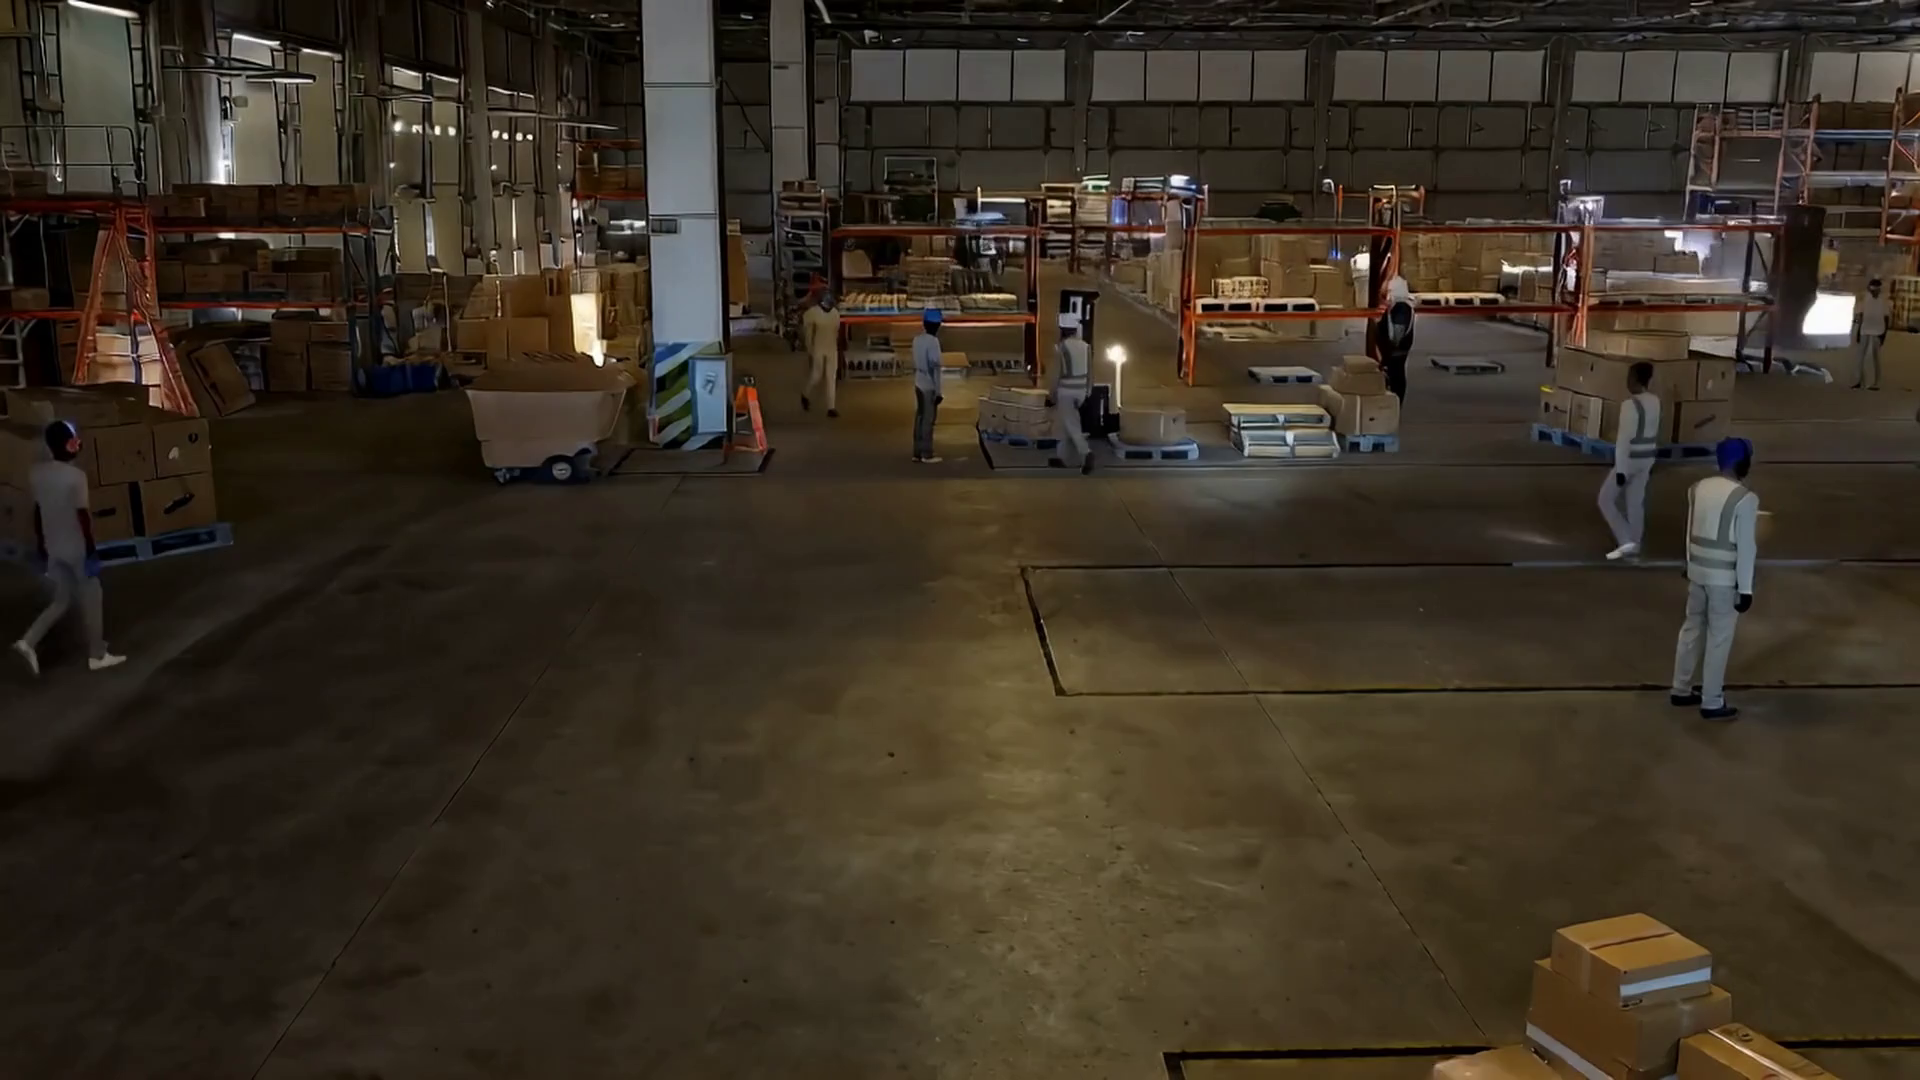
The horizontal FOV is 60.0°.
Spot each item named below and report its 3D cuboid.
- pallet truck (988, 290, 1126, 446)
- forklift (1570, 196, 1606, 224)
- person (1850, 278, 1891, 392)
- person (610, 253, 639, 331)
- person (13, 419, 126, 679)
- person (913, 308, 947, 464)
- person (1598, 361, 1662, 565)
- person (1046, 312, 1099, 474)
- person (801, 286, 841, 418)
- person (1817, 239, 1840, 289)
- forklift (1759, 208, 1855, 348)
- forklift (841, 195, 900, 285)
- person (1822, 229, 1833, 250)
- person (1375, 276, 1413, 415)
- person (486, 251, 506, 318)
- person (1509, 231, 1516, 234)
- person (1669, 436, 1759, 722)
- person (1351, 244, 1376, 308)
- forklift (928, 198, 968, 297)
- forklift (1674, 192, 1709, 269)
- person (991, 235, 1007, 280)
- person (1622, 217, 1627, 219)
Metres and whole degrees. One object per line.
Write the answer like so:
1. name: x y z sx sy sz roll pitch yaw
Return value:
1. pallet truck: 1.257 -2.299 22.111 1.885 1.965 0.823 -9 15 -35
2. forklift: 19.019 -9.054 50.598 1.129 2.768 1.873 0 12 -2
3. person: 14.929 -3.358 27.219 0.322 1.860 0.512 -7 14 -27
4. person: -7.021 -5.085 34.937 0.606 1.897 0.872 0 12 1
5. person: -6.351 0.082 11.739 0.520 1.840 0.732 5 13 20
6. person: -0.365 -1.895 20.471 0.396 1.920 0.586 -6 14 -27
7. person: 6.105 -0.694 15.153 0.614 1.867 0.424 -9 16 -36
8. person: 1.354 -1.746 19.806 0.609 1.921 0.900 -10 16 -38
9. person: -2.049 -2.771 24.430 0.633 1.916 0.700 -8 15 -32
10. person: 22.005 -6.711 42.296 0.644 1.895 1.005 -6 14 -25
11. forklift: 17.129 -5.352 33.887 1.873 2.768 1.129 0 12 -2
12. forklift: -2.876 -9.527 52.734 1.873 2.768 1.129 1 12 2
13. person: 28.387 -9.313 54.461 0.321 1.697 0.529 12 17 42
14. person: 6.418 -2.884 24.654 0.535 2.000 0.674 5 13 21
15. person: -11.448 -6.267 40.866 0.525 1.632 0.323 12 17 42
16. person: 17.823 -9.183 53.920 0.549 1.662 0.712 -4 13 -18
17. person: 4.956 0.250 10.890 0.354 1.877 0.574 -4 13 -17
18. person: 9.977 -6.411 41.099 0.642 1.817 0.827 6 14 26
19. forklift: 0.033 -8.182 46.662 1.873 2.768 1.129 0 12 -2
20. forklift: 26.675 -11.215 60.356 1.873 2.768 1.129 0 12 -2
21. person: 1.331 -9.537 55.507 0.548 1.679 0.382 5 13 20
22. person: 24.704 -11.064 61.934 0.965 1.885 0.556 -2 13 -7
